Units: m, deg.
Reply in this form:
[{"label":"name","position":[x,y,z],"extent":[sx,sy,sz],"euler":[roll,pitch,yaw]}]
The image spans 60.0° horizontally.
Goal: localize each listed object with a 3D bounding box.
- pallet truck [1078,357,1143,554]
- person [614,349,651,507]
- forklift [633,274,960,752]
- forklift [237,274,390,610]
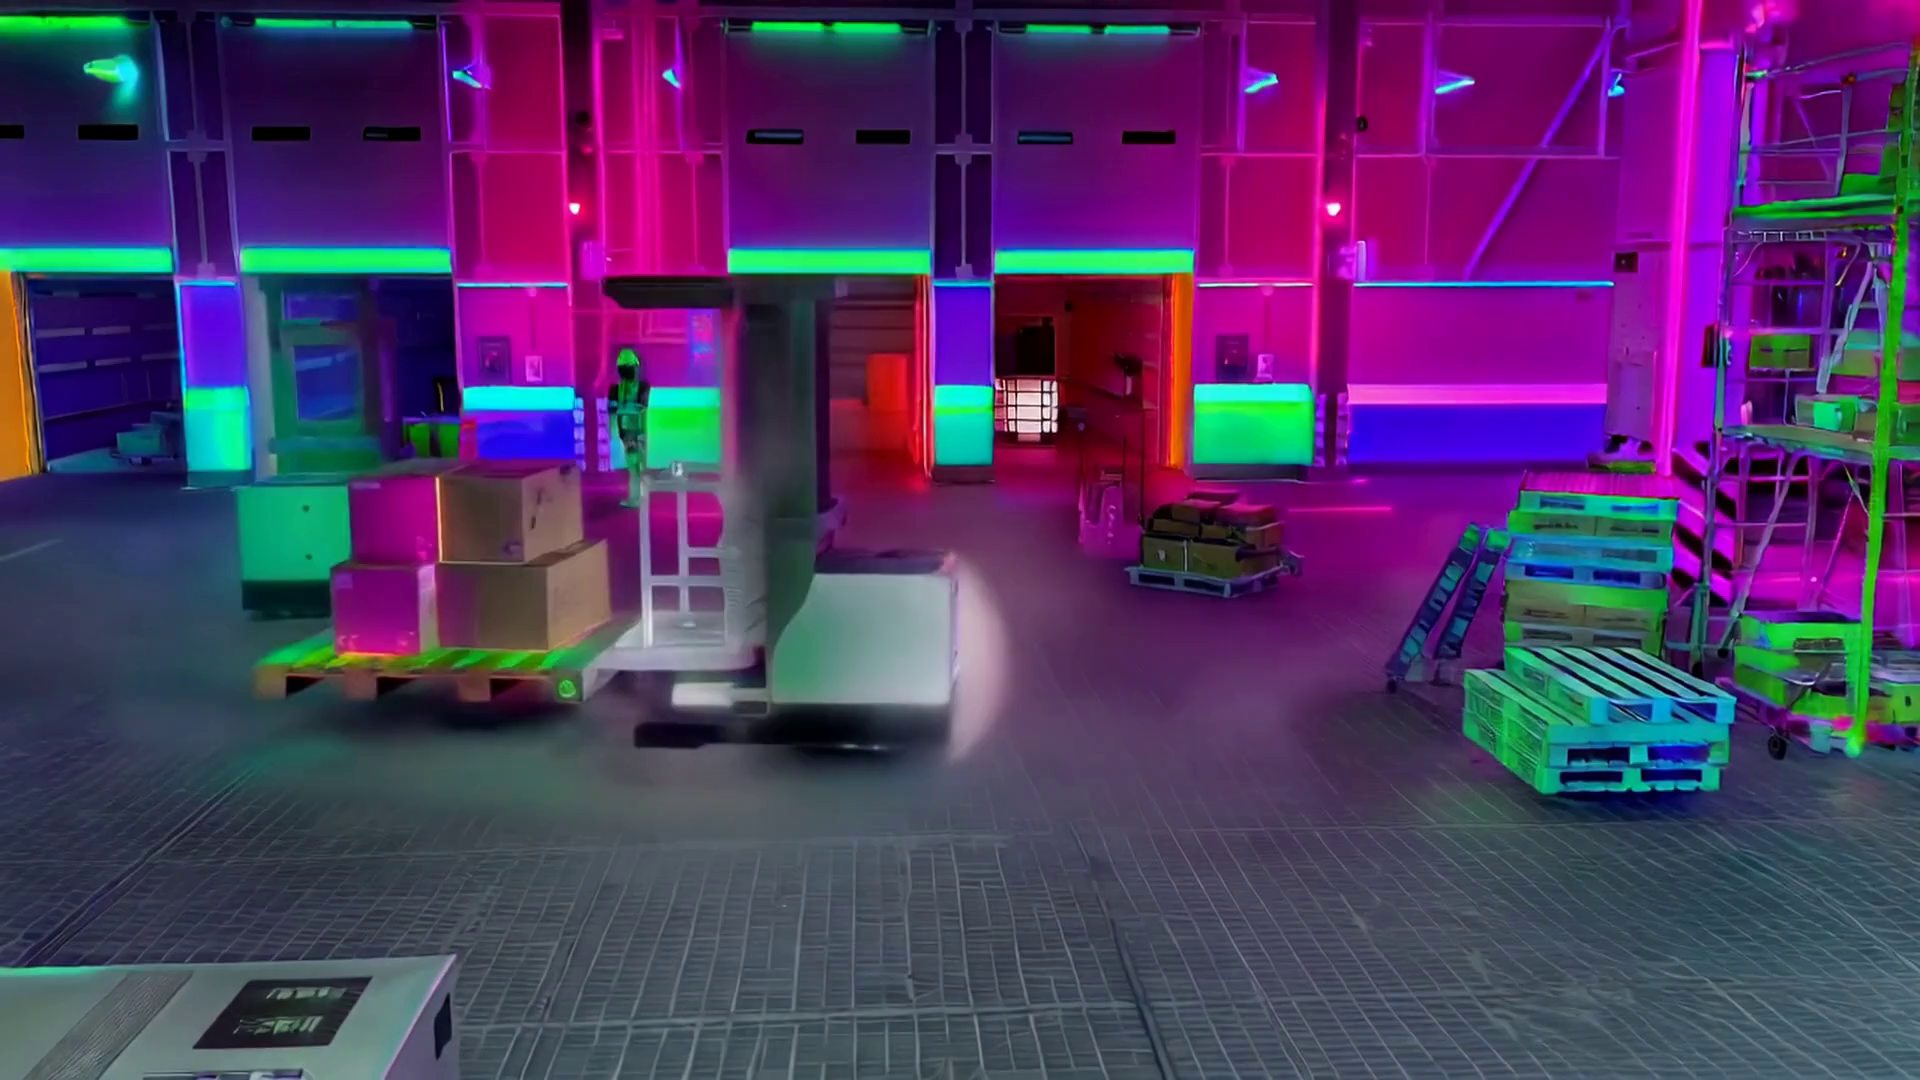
[{"label":"pallet truck","position":[2.088,-0.836,16.757],"extent":[1.885,1.965,0.823],"euler":[2,9,13]},{"label":"person","position":[-4.014,-1.365,20.309],"extent":[0.389,1.930,0.544],"euler":[-8,12,-41]},{"label":"forklift","position":[-0.959,-0.213,10.086],"extent":[1.873,2.768,1.129],"euler":[0,9,3]},{"label":"forklift","position":[-5.468,-0.903,14.420],"extent":[1.129,2.768,1.873],"euler":[-1,9,-4]}]
